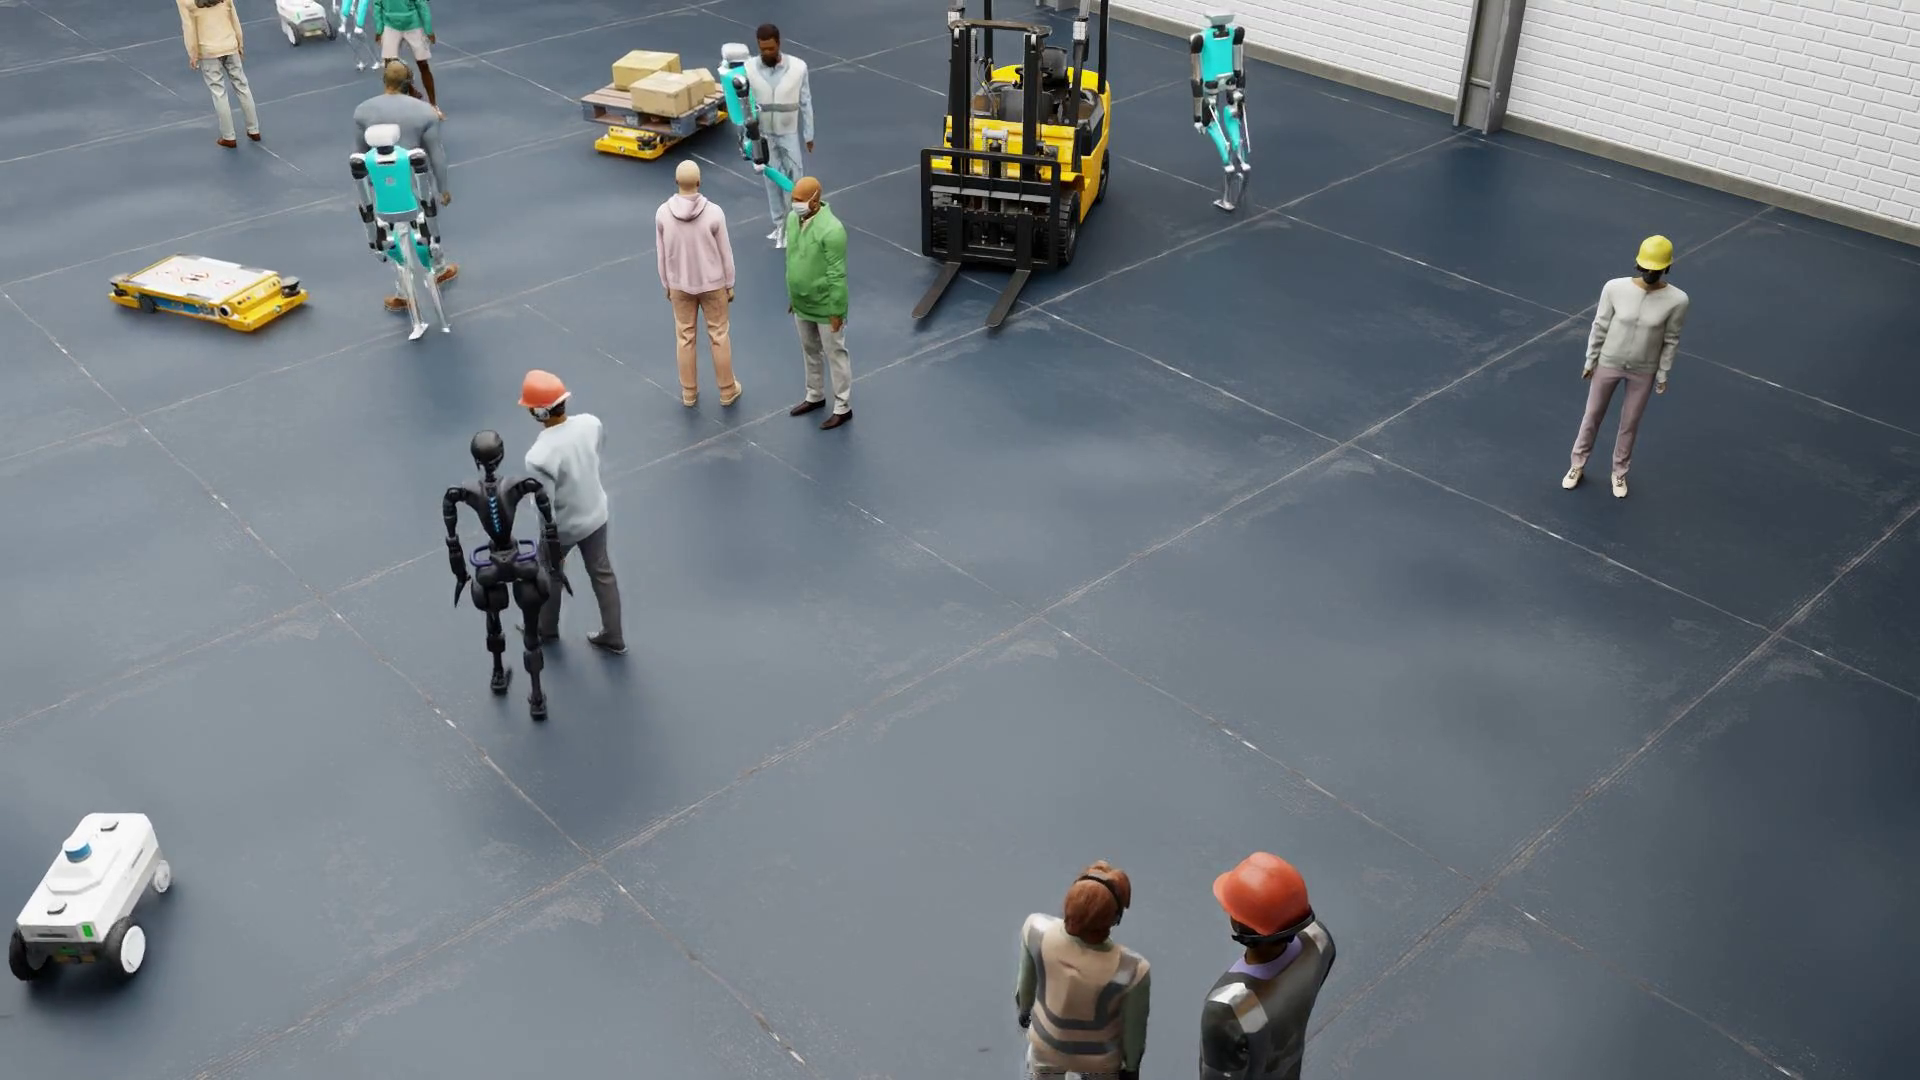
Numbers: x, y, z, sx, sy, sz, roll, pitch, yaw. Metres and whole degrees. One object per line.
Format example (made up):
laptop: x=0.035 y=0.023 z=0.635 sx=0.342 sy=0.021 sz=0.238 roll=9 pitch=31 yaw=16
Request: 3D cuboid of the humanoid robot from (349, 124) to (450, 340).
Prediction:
humanoid robot: x=-4.120 y=-2.289 z=12.364 sx=0.539 sy=1.784 sz=0.759 roll=-8 pitch=34 yaw=-11

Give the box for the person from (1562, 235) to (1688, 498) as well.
person: x=4.201 y=-1.087 z=10.470 sx=0.524 sy=1.769 sz=0.313 roll=12 pitch=35 yaw=18

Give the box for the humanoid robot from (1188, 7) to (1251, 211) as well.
humanoid robot: x=2.333 y=-3.641 z=14.500 sx=0.559 sy=1.855 sz=0.751 roll=-15 pitch=36 yaw=-21

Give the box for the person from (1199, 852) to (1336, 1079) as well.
person: x=0.961 y=1.858 z=5.694 sx=0.367 sy=2.044 sz=0.607 roll=27 pitch=41 yaw=34

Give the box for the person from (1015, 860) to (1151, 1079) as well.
person: x=0.413 y=1.861 z=6.064 sx=0.528 sy=1.617 sz=0.592 roll=14 pitch=36 yaw=20

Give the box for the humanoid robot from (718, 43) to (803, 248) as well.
humanoid robot: x=-1.575 y=-3.269 z=13.858 sx=0.773 sy=1.777 sz=0.549 roll=-12 pitch=35 yaw=-18

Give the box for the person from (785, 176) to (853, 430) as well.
person: x=-0.970 y=-1.612 z=11.270 sx=0.545 sy=1.779 sz=0.384 roll=26 pitch=41 yaw=34

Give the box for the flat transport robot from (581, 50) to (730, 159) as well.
flat transport robot: x=-2.950 y=-4.131 z=16.523 sx=0.659 sy=0.231 sz=1.431 roll=15 pitch=36 yaw=21

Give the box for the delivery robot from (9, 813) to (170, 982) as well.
delivery robot: x=-3.895 y=1.573 z=7.466 sx=0.499 sy=0.565 sz=0.745 roll=0 pitch=33 yaw=0

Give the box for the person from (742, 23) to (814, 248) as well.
person: x=-1.534 y=-3.431 z=13.972 sx=0.607 sy=1.893 sz=0.548 roll=-3 pitch=33 yaw=-5

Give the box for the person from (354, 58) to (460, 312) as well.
person: x=-4.327 y=-2.767 z=12.966 sx=0.692 sy=1.892 sz=0.811 roll=-6 pitch=34 yaw=-9

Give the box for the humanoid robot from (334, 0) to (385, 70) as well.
humanoid robot: x=-6.607 y=-5.967 z=18.019 sx=0.533 sy=1.802 sz=0.718 roll=5 pitch=33 yaw=8

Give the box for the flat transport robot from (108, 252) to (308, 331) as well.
flat transport robot: x=-5.981 y=-1.977 z=13.211 sx=1.431 sy=0.231 sz=0.659 roll=13 pitch=35 yaw=19

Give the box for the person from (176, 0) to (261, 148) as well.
person: x=-7.116 y=-4.702 z=15.929 sx=0.553 sy=1.877 sz=0.403 roll=-28 pitch=42 yaw=-36

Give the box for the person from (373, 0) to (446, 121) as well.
person: x=-5.539 y=-5.107 z=16.587 sx=0.625 sy=1.837 sz=0.412 roll=2 pitch=33 yaw=3

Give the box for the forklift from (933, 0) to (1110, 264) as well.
forklift: x=0.570 y=-3.725 z=14.138 sx=1.214 sy=2.155 sz=2.313 roll=9 pitch=34 yaw=13

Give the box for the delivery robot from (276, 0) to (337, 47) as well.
delivery robot: x=-7.594 y=-6.046 z=19.214 sx=0.499 sy=0.606 sz=0.808 roll=-23 pitch=40 yaw=-31

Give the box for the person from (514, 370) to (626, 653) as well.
person: x=-2.192 y=-0.158 z=9.077 sx=0.717 sy=1.725 sz=0.575 roll=20 pitch=38 yaw=27

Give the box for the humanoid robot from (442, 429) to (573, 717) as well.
humanoid robot: x=-2.358 y=0.140 z=8.679 sx=0.609 sy=1.636 sz=0.581 roll=-8 pitch=34 yaw=-12

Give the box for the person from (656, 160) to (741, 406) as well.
person: x=-1.805 y=-1.742 z=11.461 sx=0.524 sy=1.783 sz=0.402 roll=0 pitch=33 yaw=1
